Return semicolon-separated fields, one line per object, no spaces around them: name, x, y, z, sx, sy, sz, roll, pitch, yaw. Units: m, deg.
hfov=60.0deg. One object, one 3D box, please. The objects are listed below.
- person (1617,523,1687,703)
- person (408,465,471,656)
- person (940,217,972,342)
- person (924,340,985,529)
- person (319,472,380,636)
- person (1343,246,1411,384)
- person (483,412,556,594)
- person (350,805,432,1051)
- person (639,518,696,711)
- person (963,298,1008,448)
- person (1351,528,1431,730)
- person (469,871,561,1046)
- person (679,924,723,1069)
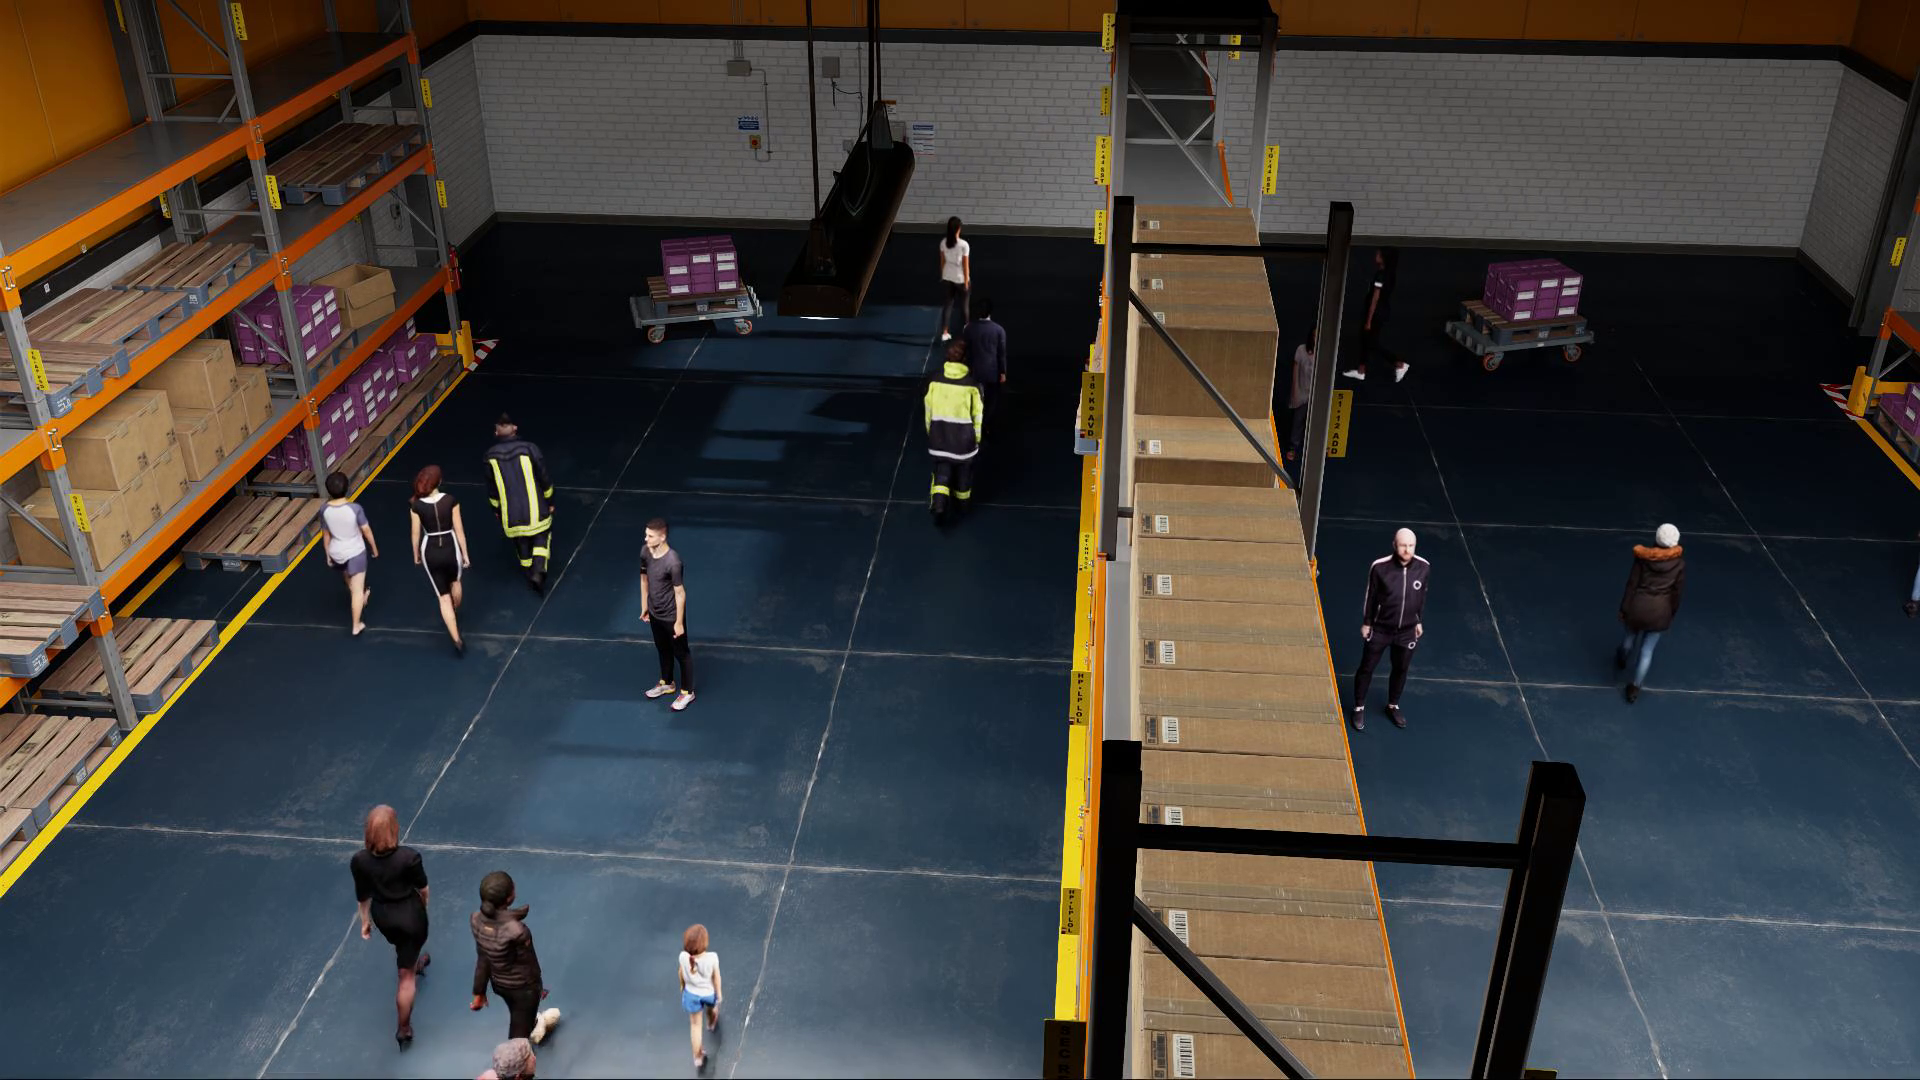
person;5.836;0.638;14.088;0.766;1.605;1.020;8;30;15
person;-4.552;0.232;14.670;0.903;1.760;1.145;-9;30;-17
person;-0.098;-3.314;21.317;0.781;1.620;1.025;12;31;20
person;-0.096;-1.038;16.786;0.793;1.963;1.067;4;29;8
person;-5.559;0.151;15.062;0.610;1.526;0.955;0;29;0
person;5.100;-2.677;20.054;0.864;1.711;1.033;11;31;19
person;-4.102;-0.316;15.583;0.849;1.847;0.922;-3;29;-5
person;-3.588;2.507;10.607;0.642;1.657;1.069;0;29;0
person;-2.463;0.604;13.985;0.719;1.763;0.728;21;35;34
person;0.265;-1.826;18.490;0.650;1.714;0.621;2;29;4
person;3.555;0.710;13.713;0.698;1.837;0.621;-2;29;-3
person;-2.676;2.662;10.327;0.790;1.653;1.144;8;30;15
person;-1.665;2.892;10.584;0.463;1.002;0.744;0;29;1
